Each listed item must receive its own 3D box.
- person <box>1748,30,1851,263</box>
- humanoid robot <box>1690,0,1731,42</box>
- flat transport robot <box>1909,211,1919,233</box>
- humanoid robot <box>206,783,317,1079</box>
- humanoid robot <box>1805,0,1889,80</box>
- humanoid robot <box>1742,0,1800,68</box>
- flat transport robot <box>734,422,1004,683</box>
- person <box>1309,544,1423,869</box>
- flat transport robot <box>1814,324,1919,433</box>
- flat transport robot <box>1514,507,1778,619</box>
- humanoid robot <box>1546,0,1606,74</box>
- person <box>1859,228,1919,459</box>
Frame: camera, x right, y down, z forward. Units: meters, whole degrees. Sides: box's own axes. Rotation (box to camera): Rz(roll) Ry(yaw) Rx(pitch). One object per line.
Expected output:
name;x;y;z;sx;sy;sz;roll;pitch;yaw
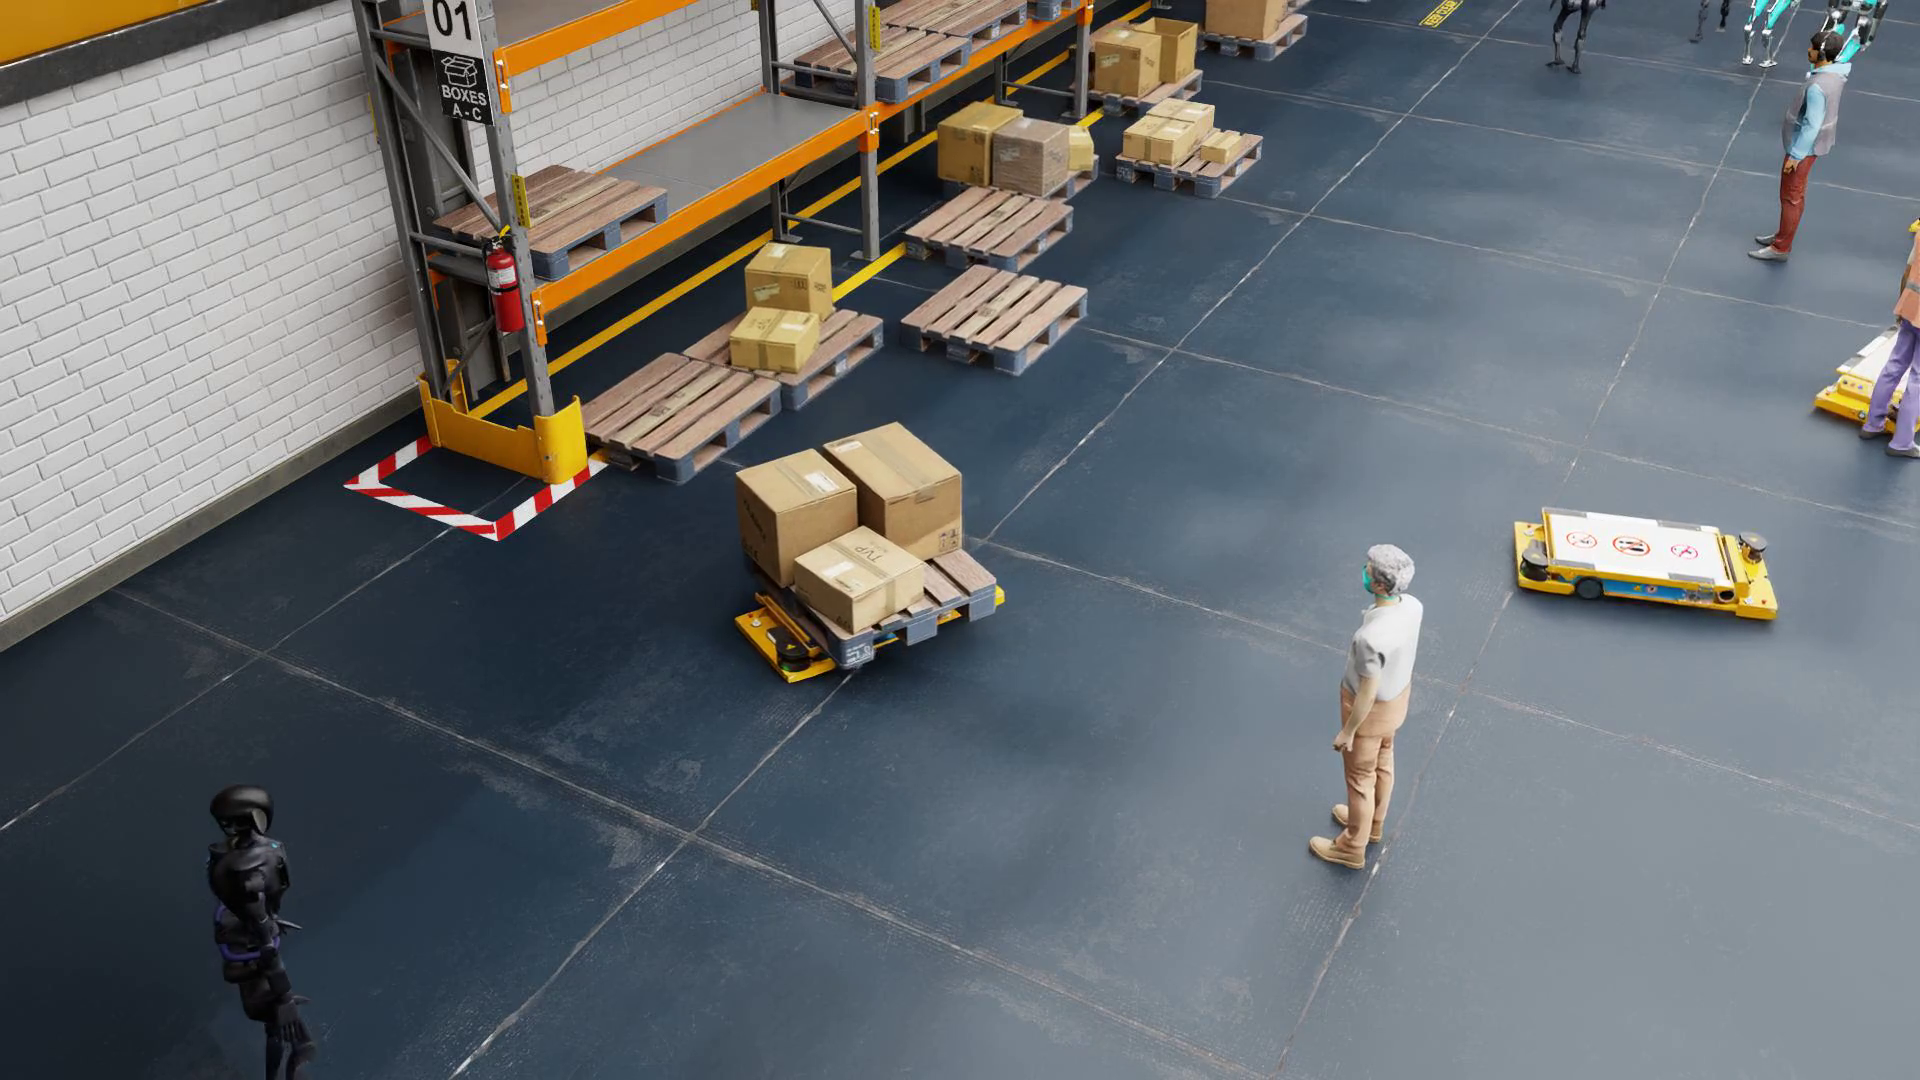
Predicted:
person;6.850;-3.180;13.499;0.409;1.877;0.545;20;38;27
humanoid robot;8.624;-6.463;18.708;0.608;1.645;0.782;22;39;30
flat transport robot;8.875;-2.859;14.474;0.659;0.231;1.431;29;43;36
humanoid robot;-2.713;1.614;6.441;0.419;1.640;0.590;-17;37;-24
humanoid robot;8.620;-4.902;16.303;0.556;1.870;0.808;28;43;36
humanoid robot;8.551;-5.811;17.487;0.533;1.677;0.735;28;43;35
flat transport robot;-0.514;0.366;9.594;1.431;0.231;0.659;-20;38;-27
person;1.884;0.771;7.641;0.321;1.746;0.473;24;40;31
flat transport robot;6.754;-1.160;11.904;1.431;0.231;0.659;-28;43;-35
flat transport robot;4.078;0.132;9.948;1.431;0.231;0.659;7;34;11
humanoid robot;6.616;-5.825;17.685;0.610;1.643;0.367;-4;34;-6
person;6.314;-1.410;10.859;0.388;1.837;0.564;-8;34;-11
